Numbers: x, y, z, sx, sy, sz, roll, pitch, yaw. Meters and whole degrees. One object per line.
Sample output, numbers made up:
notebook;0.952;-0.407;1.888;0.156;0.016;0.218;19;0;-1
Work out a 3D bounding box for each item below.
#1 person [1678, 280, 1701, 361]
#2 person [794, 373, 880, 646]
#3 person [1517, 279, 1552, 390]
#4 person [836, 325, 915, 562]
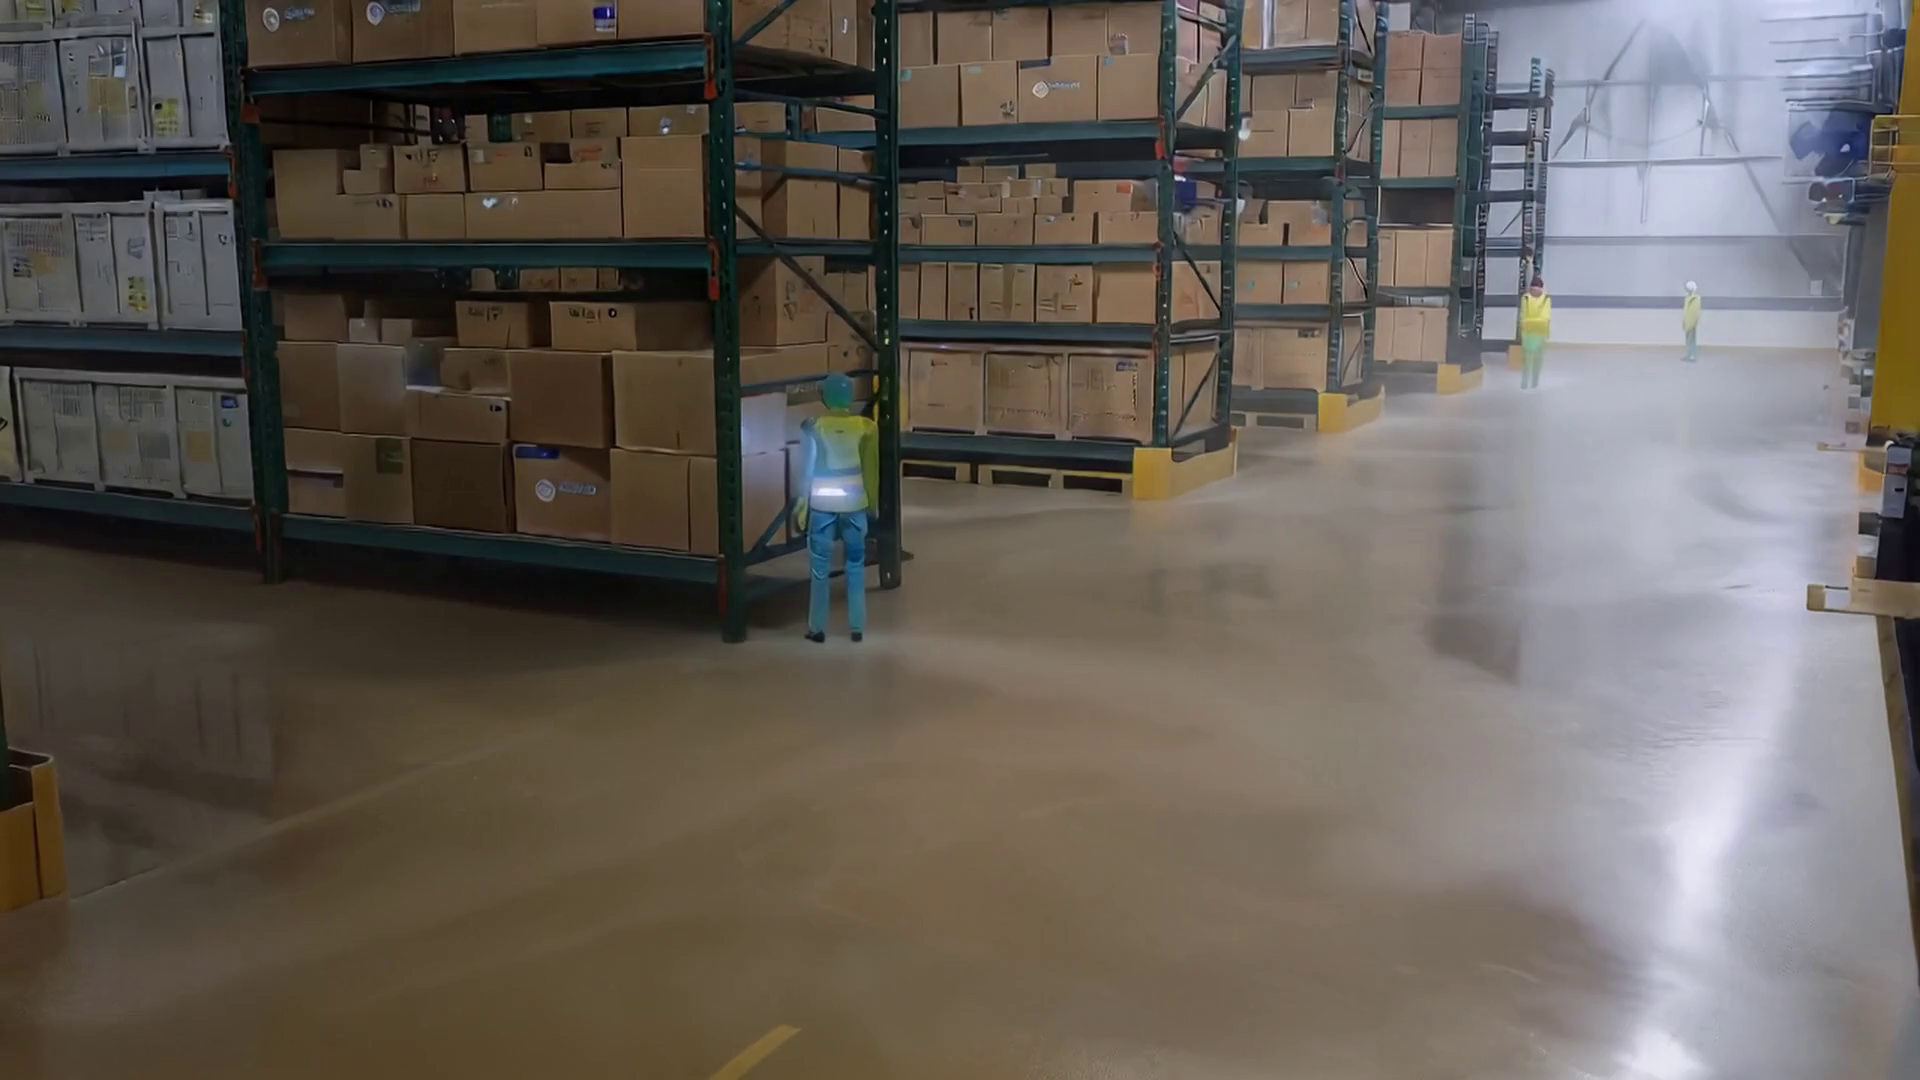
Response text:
person;15.734;-4.724;35.889;0.361;1.742;0.563;0;10;0
person;-0.727;-0.178;9.894;0.521;1.630;0.320;-4;10;-20
person;9.840;-3.522;28.508;0.565;1.882;0.975;5;11;26
person;-0.693;-0.757;12.794;0.907;1.794;0.603;8;13;39
